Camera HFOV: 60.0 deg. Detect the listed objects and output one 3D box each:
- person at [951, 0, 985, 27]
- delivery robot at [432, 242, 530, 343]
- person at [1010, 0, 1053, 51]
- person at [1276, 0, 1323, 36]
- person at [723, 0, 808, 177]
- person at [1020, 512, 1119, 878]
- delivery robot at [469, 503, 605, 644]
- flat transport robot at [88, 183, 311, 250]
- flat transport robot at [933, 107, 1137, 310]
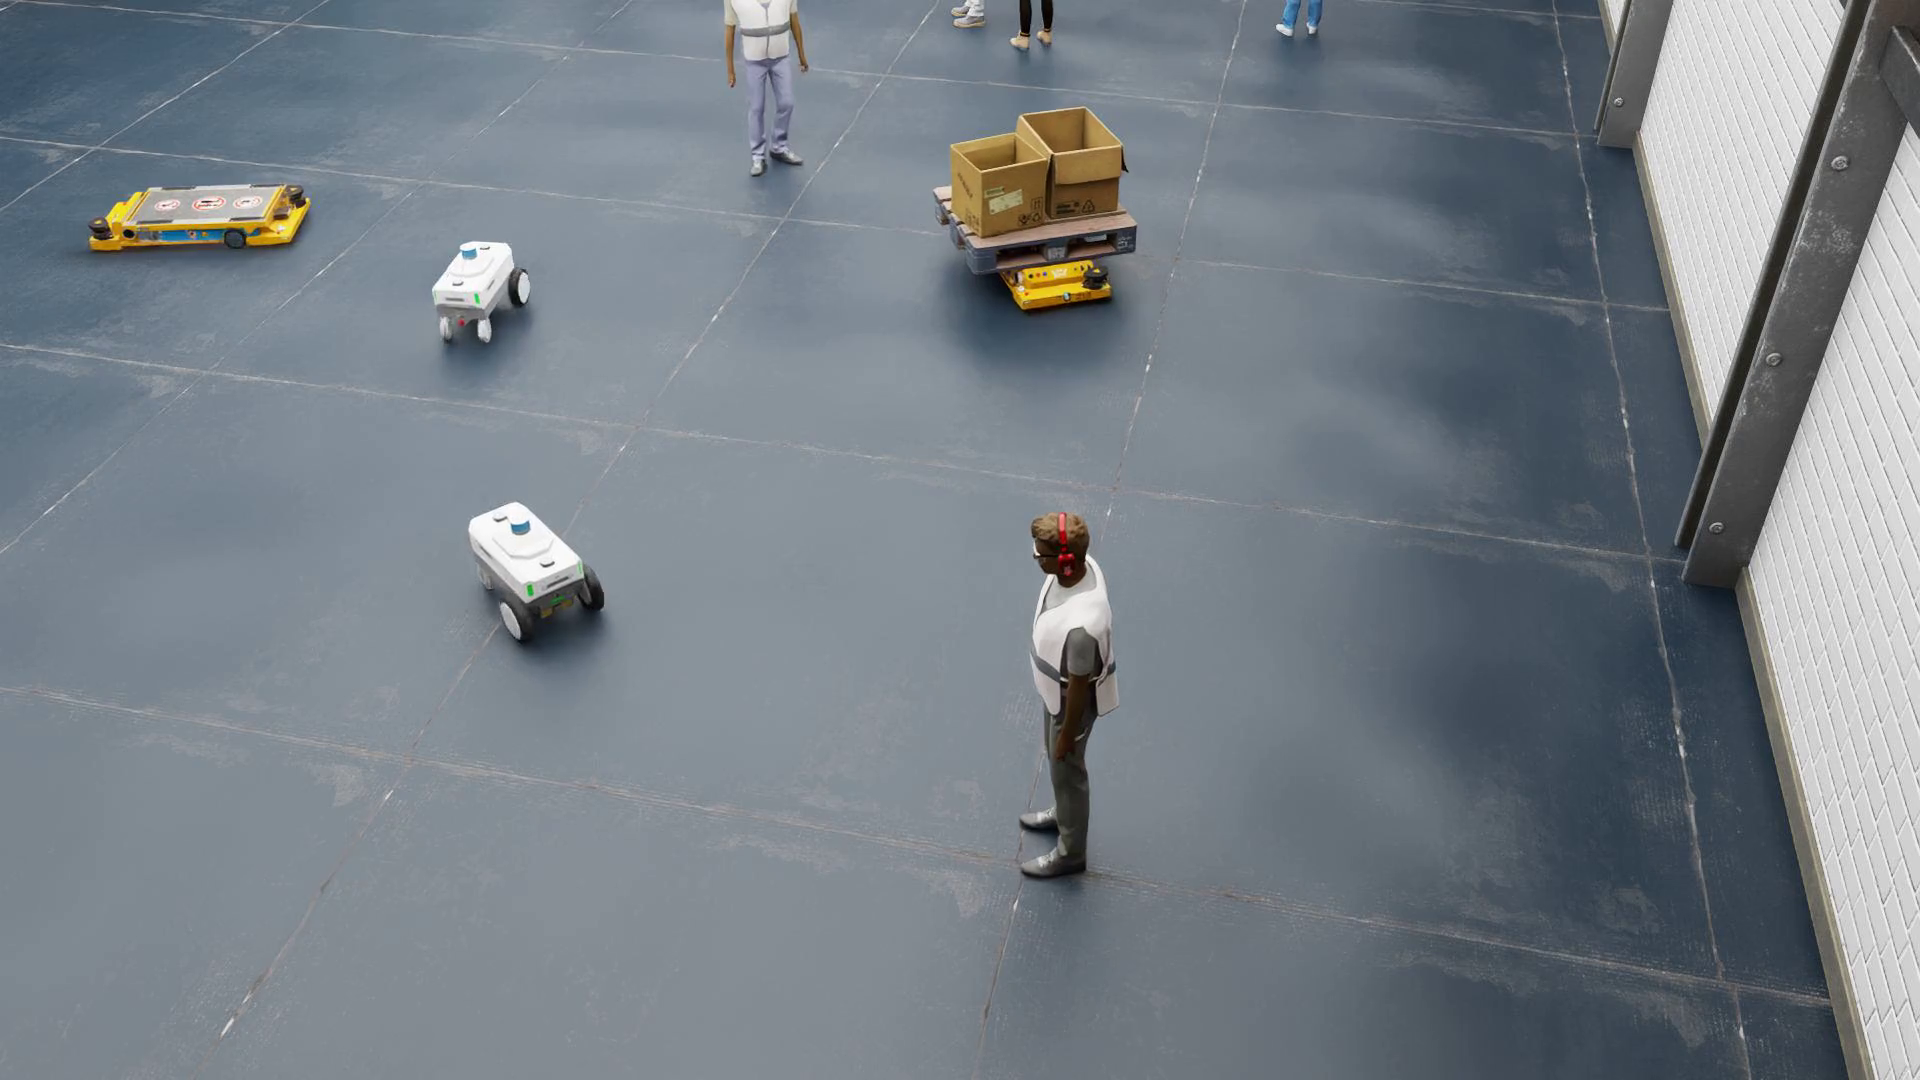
[{"bbox_3d":[0.099,-5.793,15.624,0.356,1.882,0.572,-1,37,-2],"label":"person"},{"bbox_3d":[-3.285,-1.732,11.300,0.499,0.598,0.791,4,37,5],"label":"delivery robot"},{"bbox_3d":[0.663,-5.335,15.163,0.536,1.695,0.321,-18,40,-23],"label":"person"},{"bbox_3d":[3.233,-5.551,15.433,0.485,1.723,0.376,-6,37,-8],"label":"person"},{"bbox_3d":[-1.521,-3.734,12.913,0.666,1.831,0.414,-16,40,-20],"label":"person"},{"bbox_3d":[0.466,0.653,7.042,0.398,1.832,0.570,-2,37,-3],"label":"person"},{"bbox_3d":[-2.279,0.136,8.804,0.499,0.602,0.801,-27,44,-31],"label":"delivery robot"},{"bbox_3d":[-5.680,-2.415,12.450,1.431,0.231,0.659,-3,37,-3],"label":"flat transport robot"},{"bbox_3d":[0.539,-2.112,12.045,0.659,0.231,1.431,-10,38,-14],"label":"flat transport robot"}]
